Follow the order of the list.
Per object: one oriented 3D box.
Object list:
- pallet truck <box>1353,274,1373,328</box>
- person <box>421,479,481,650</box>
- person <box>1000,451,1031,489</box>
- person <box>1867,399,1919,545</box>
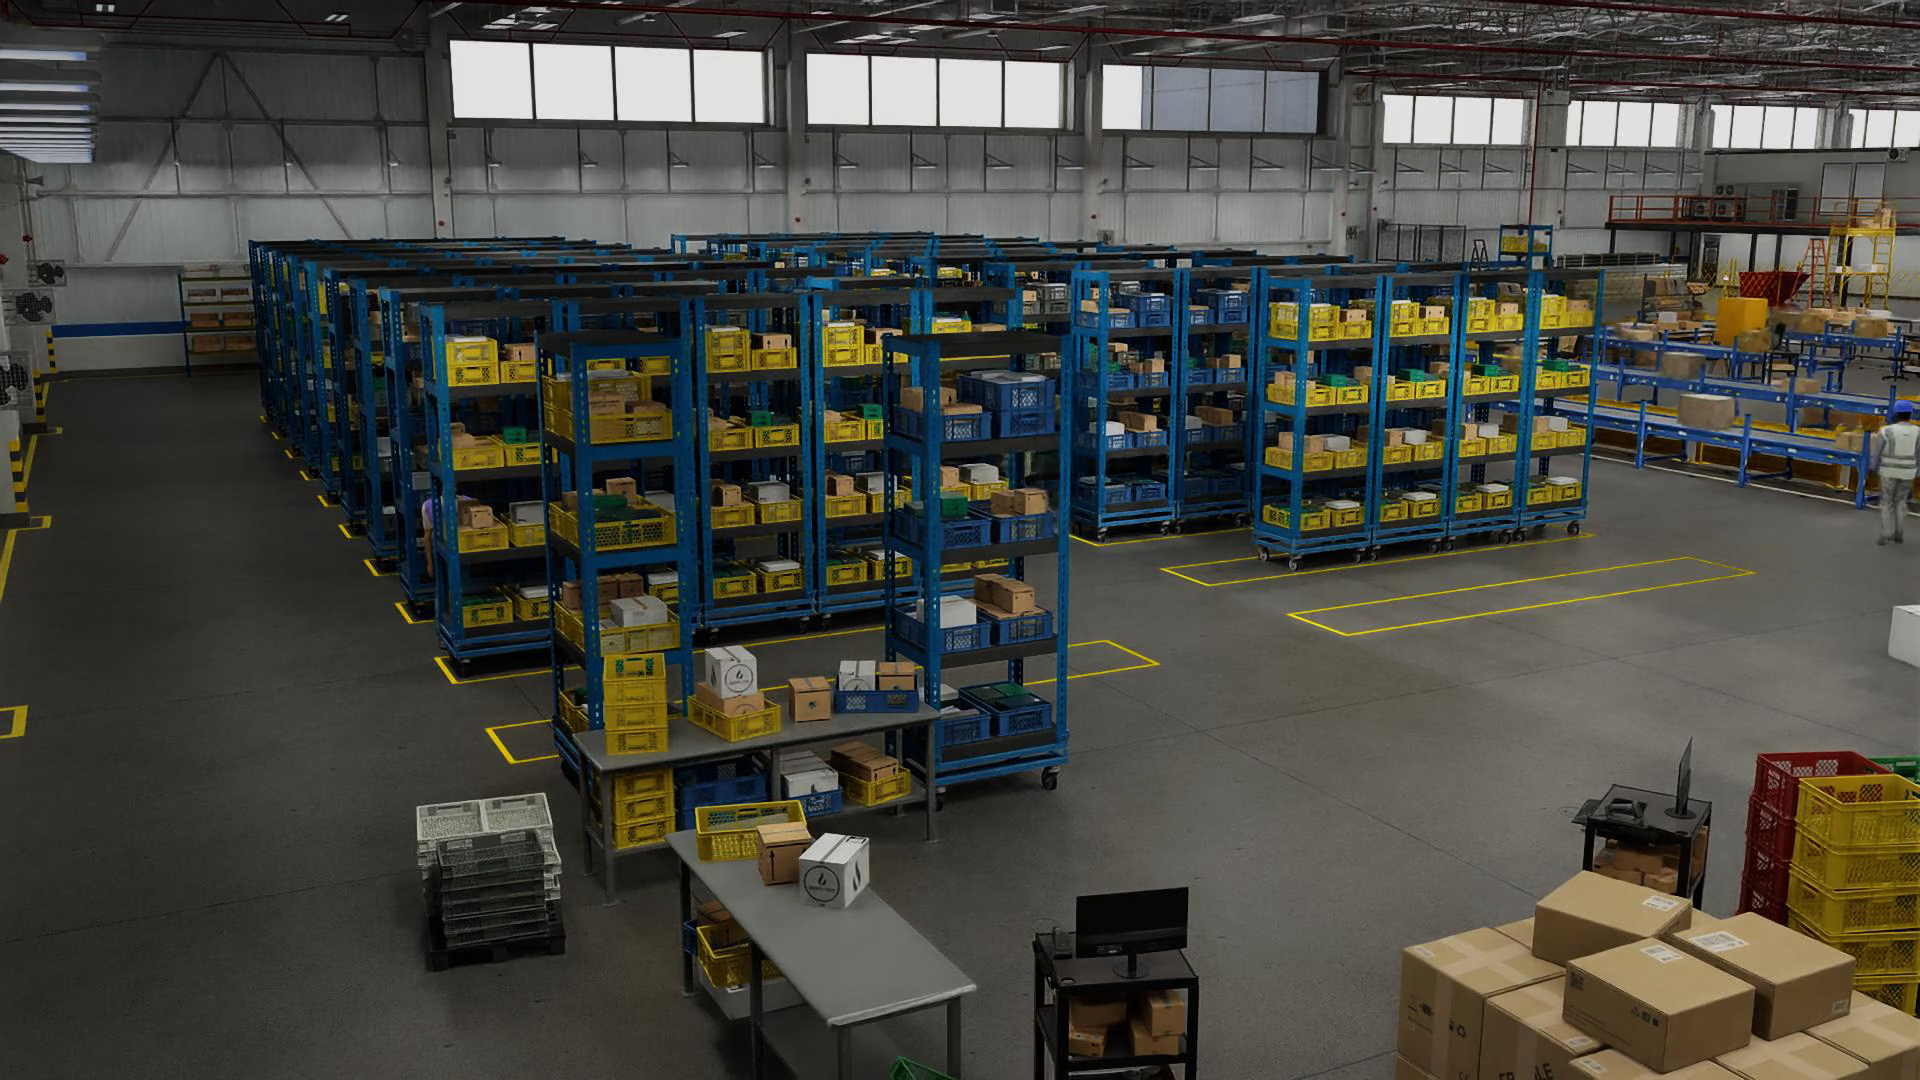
[{"bbox_3d":[13.011,-8.050,55.243,0.823,1.965,1.885,-7,14,-28],"label":"pallet truck"},{"bbox_3d":[-5.215,0.185,17.078,0.566,1.846,0.389,-9,15,-36],"label":"person"},{"bbox_3d":[0.803,-0.966,22.582,0.526,1.798,0.597,-6,13,-26],"label":"person"},{"bbox_3d":[12.322,-0.887,21.900,0.613,1.946,0.457,1,12,7],"label":"person"}]
